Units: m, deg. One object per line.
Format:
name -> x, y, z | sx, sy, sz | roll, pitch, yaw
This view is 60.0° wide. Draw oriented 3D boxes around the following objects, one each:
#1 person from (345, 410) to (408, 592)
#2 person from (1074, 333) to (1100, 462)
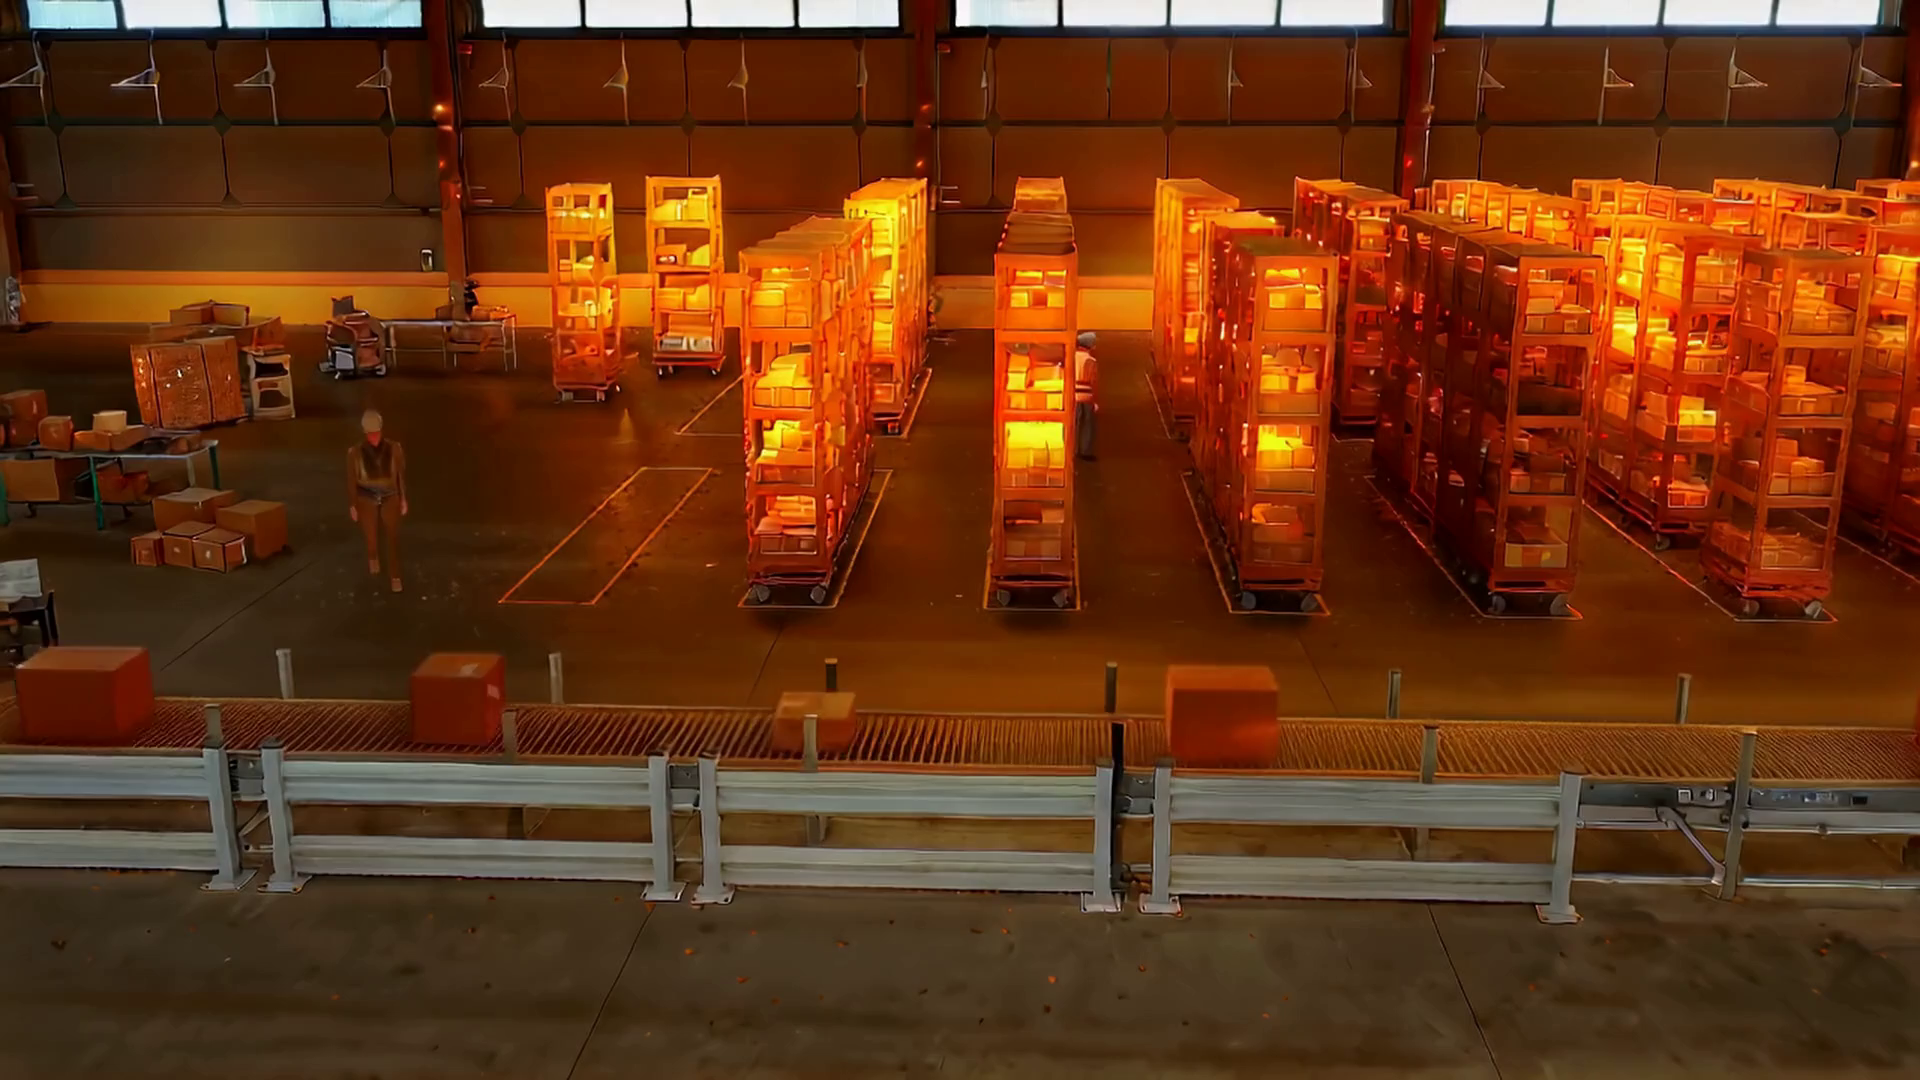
person -> -6.188, -0.463, 17.648 | 0.624, 1.918, 0.905 | -7, 17, -25
person -> 1.779, -2.028, 23.626 | 0.414, 1.821, 0.605 | -10, 18, -32
